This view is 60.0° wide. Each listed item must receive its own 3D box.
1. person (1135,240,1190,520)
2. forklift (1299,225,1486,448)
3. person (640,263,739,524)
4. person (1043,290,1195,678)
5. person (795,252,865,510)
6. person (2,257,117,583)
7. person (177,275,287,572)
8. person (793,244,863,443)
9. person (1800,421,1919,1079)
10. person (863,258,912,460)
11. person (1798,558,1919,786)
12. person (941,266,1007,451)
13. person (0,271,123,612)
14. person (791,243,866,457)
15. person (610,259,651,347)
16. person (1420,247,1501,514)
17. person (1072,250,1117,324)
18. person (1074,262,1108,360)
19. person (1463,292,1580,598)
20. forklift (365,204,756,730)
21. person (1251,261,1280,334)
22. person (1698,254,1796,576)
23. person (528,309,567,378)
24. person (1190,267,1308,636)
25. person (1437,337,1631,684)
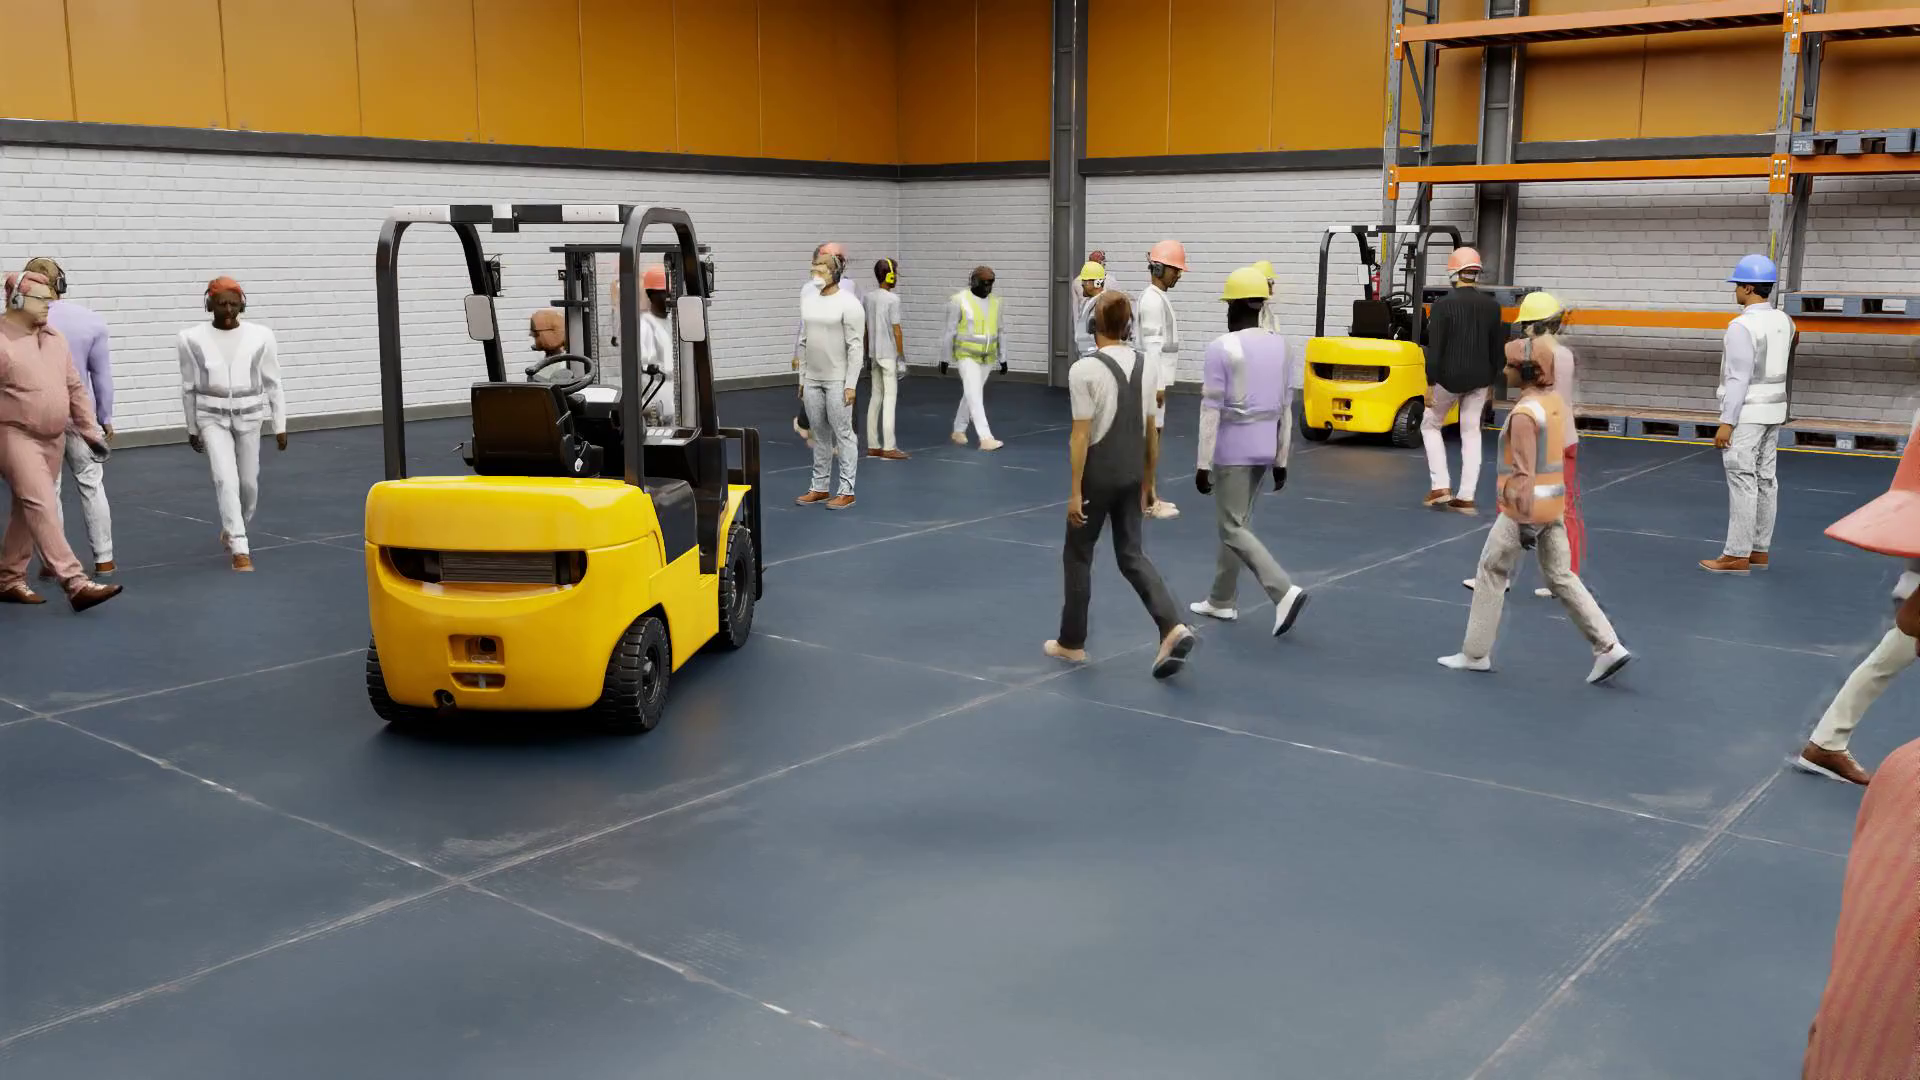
[{"bbox_3d":[1.469,-1.174,12.229,0.400,2.033,0.605,1,10,7],"label":"person"},{"bbox_3d":[4.449,-2.115,16.993,1.214,2.155,2.313,8,13,38],"label":"forklift"},{"bbox_3d":[-2.013,-0.914,11.210,1.014,1.882,0.567,3,11,18],"label":"person"},{"bbox_3d":[0.752,-0.257,7.789,0.531,1.813,0.840,-7,12,-35],"label":"person"},{"bbox_3d":[-0.998,-1.203,12.647,0.632,1.940,0.372,8,13,39],"label":"person"},{"bbox_3d":[-5.387,-0.710,9.930,0.629,1.934,0.377,-6,12,-32],"label":"person"},{"bbox_3d":[-4.593,-0.758,10.515,0.589,1.839,0.898,-5,12,-28],"label":"person"},{"bbox_3d":[-1.335,-2.010,16.836,0.692,2.000,1.028,-5,11,-25],"label":"person"},{"bbox_3d":[0.800,0.818,1.290,0.386,1.996,0.610,0,10,-2],"label":"person"},{"bbox_3d":[-0.696,-1.681,15.490,0.309,1.868,0.532,-10,14,-43],"label":"person"},{"bbox_3d":[3.597,0.070,5.983,1.009,1.817,0.549,7,12,33],"label":"person"},{"bbox_3d":[0.156,-1.796,16.373,0.652,1.788,0.954,-7,13,-35],"label":"person"},{"bbox_3d":[-5.022,-0.530,9.149,0.964,1.859,0.652,2,10,10],"label":"person"},{"bbox_3d":[-1.270,-1.790,15.716,0.767,1.993,0.897,-10,14,-43],"label":"person"},{"bbox_3d":[-3.952,-2.544,20.113,0.588,1.927,0.371,-8,13,-37],"label":"person"},{"bbox_3d":[3.732,-1.195,12.481,0.662,1.974,0.571,-3,11,-15],"label":"person"},{"bbox_3d":[1.719,-2.658,20.801,0.643,1.909,0.410,6,12,32],"label":"person"},{"bbox_3d":[1.316,-1.803,16.293,0.403,1.826,0.591,-3,11,-17],"label":"person"},{"bbox_3d":[3.251,-0.533,9.490,0.530,1.735,0.746,-10,14,-43],"label":"person"},{"bbox_3d":[-1.766,-0.406,7.525,1.214,2.155,2.313,1,10,7],"label":"forklift"},{"bbox_3d":[2.912,-1.790,16.190,0.403,1.835,0.588,1,10,7],"label":"person"},{"bbox_3d":[4.805,-0.755,10.135,0.602,1.949,0.396,-8,13,-37],"label":"person"},{"bbox_3d":[-2.462,-0.579,10.080,0.357,1.620,0.501,-8,13,-36],"label":"person"},{"bbox_3d":[1.516,-0.461,8.650,0.593,1.898,0.828,-8,13,-37],"label":"person"},{"bbox_3d":[2.683,-0.132,7.644,0.830,1.600,0.515,8,13,39],"label":"person"}]
